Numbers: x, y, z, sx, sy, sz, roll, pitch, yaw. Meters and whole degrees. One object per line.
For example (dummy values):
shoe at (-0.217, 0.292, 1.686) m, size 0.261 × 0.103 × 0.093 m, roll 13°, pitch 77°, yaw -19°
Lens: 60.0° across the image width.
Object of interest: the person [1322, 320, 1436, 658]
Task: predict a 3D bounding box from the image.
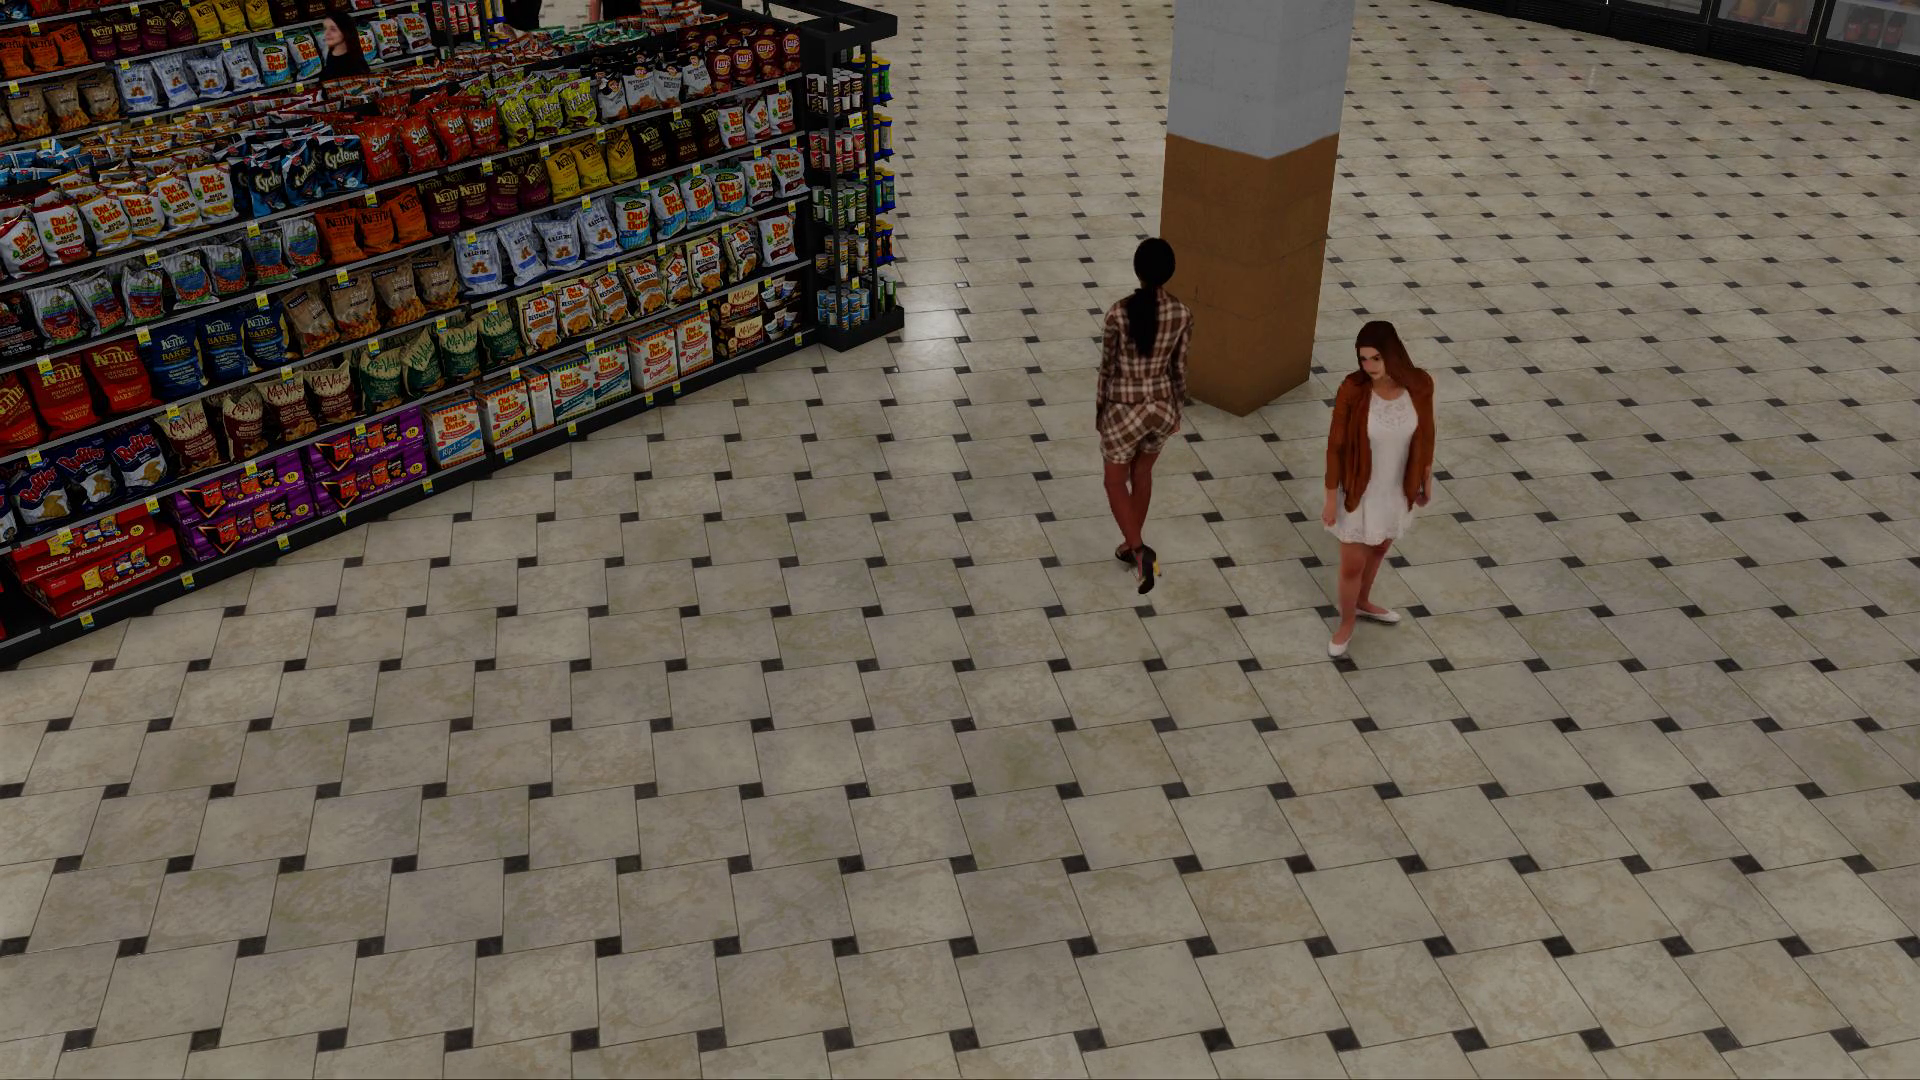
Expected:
person at (1.857, -0.250, 7.430) m, size 0.795 × 1.683 × 0.893 m, roll -13°, pitch 34°, yaw -20°

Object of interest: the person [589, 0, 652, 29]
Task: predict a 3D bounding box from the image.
person at (-2.626, -4.042, 13.393) m, size 1.033 × 1.821 × 1.305 m, roll 11°, pitch 34°, yaw 18°

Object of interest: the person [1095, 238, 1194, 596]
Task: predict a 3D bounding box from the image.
person at (0.853, -0.516, 7.770) m, size 0.951 × 1.775 × 0.942 m, roll -5°, pitch 32°, yaw -8°

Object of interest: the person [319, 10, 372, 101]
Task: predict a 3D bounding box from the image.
person at (-4.259, -2.914, 11.753) m, size 0.621 × 1.637 × 0.602 m, roll 23°, pitch 39°, yaw 32°

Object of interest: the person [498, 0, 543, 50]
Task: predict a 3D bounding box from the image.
person at (-3.908, -4.970, 15.038) m, size 0.699 × 1.659 × 0.727 m, roll -22°, pitch 38°, yaw -32°
